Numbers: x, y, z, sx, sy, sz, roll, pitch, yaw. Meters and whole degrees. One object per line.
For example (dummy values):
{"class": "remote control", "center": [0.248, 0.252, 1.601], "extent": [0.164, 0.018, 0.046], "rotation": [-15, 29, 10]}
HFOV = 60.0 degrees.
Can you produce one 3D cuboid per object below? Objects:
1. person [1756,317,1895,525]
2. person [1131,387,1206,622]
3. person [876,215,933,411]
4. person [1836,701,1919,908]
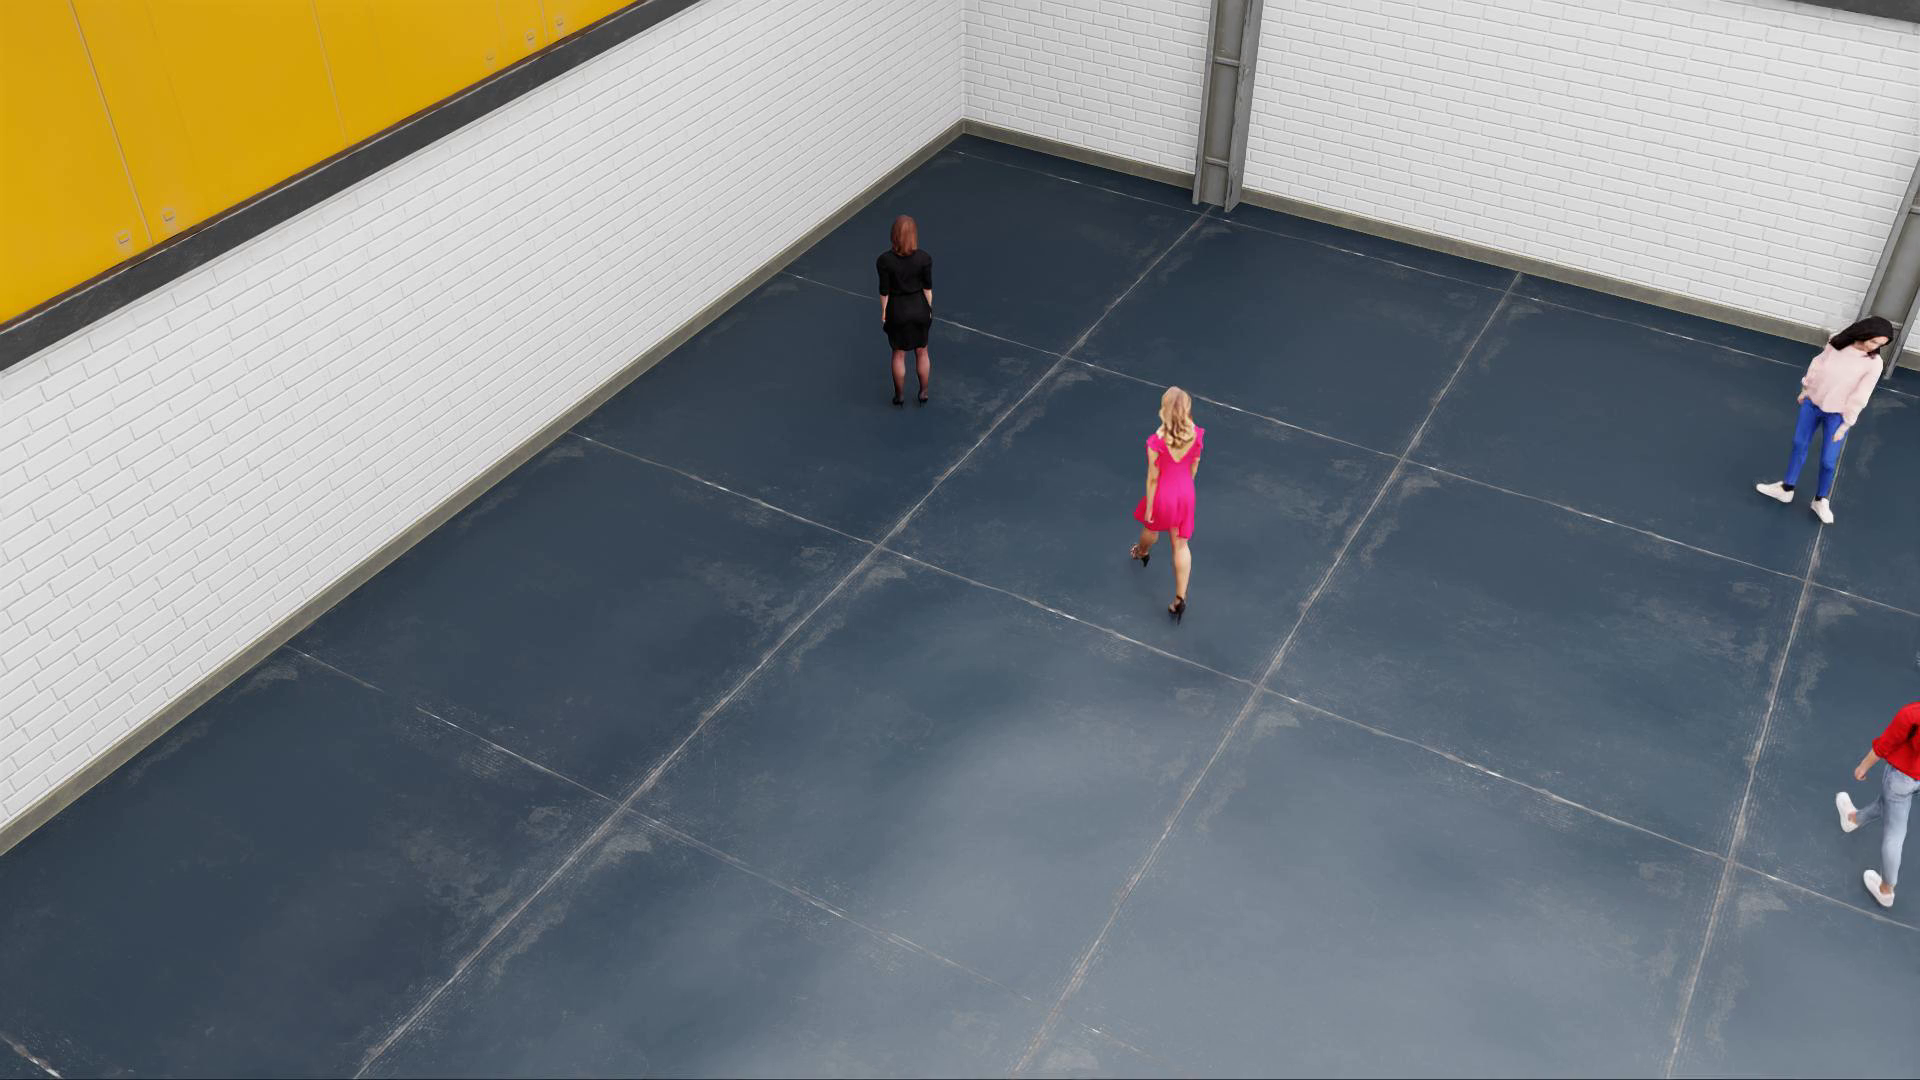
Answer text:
{"class": "person", "center": [6.307, -0.967, 12.151], "extent": [0.892, 1.734, 0.772], "rotation": [-6, 39, -8]}
{"class": "person", "center": [1.460, -0.214, 11.254], "extent": [1.018, 1.678, 1.105], "rotation": [-11, 40, -14]}
{"class": "person", "center": [-0.417, -1.795, 13.210], "extent": [0.625, 1.706, 0.715], "rotation": [-5, 39, -6]}
{"class": "person", "center": [5.333, 1.385, 9.256], "extent": [1.063, 1.672, 1.046], "rotation": [-3, 39, -3]}
